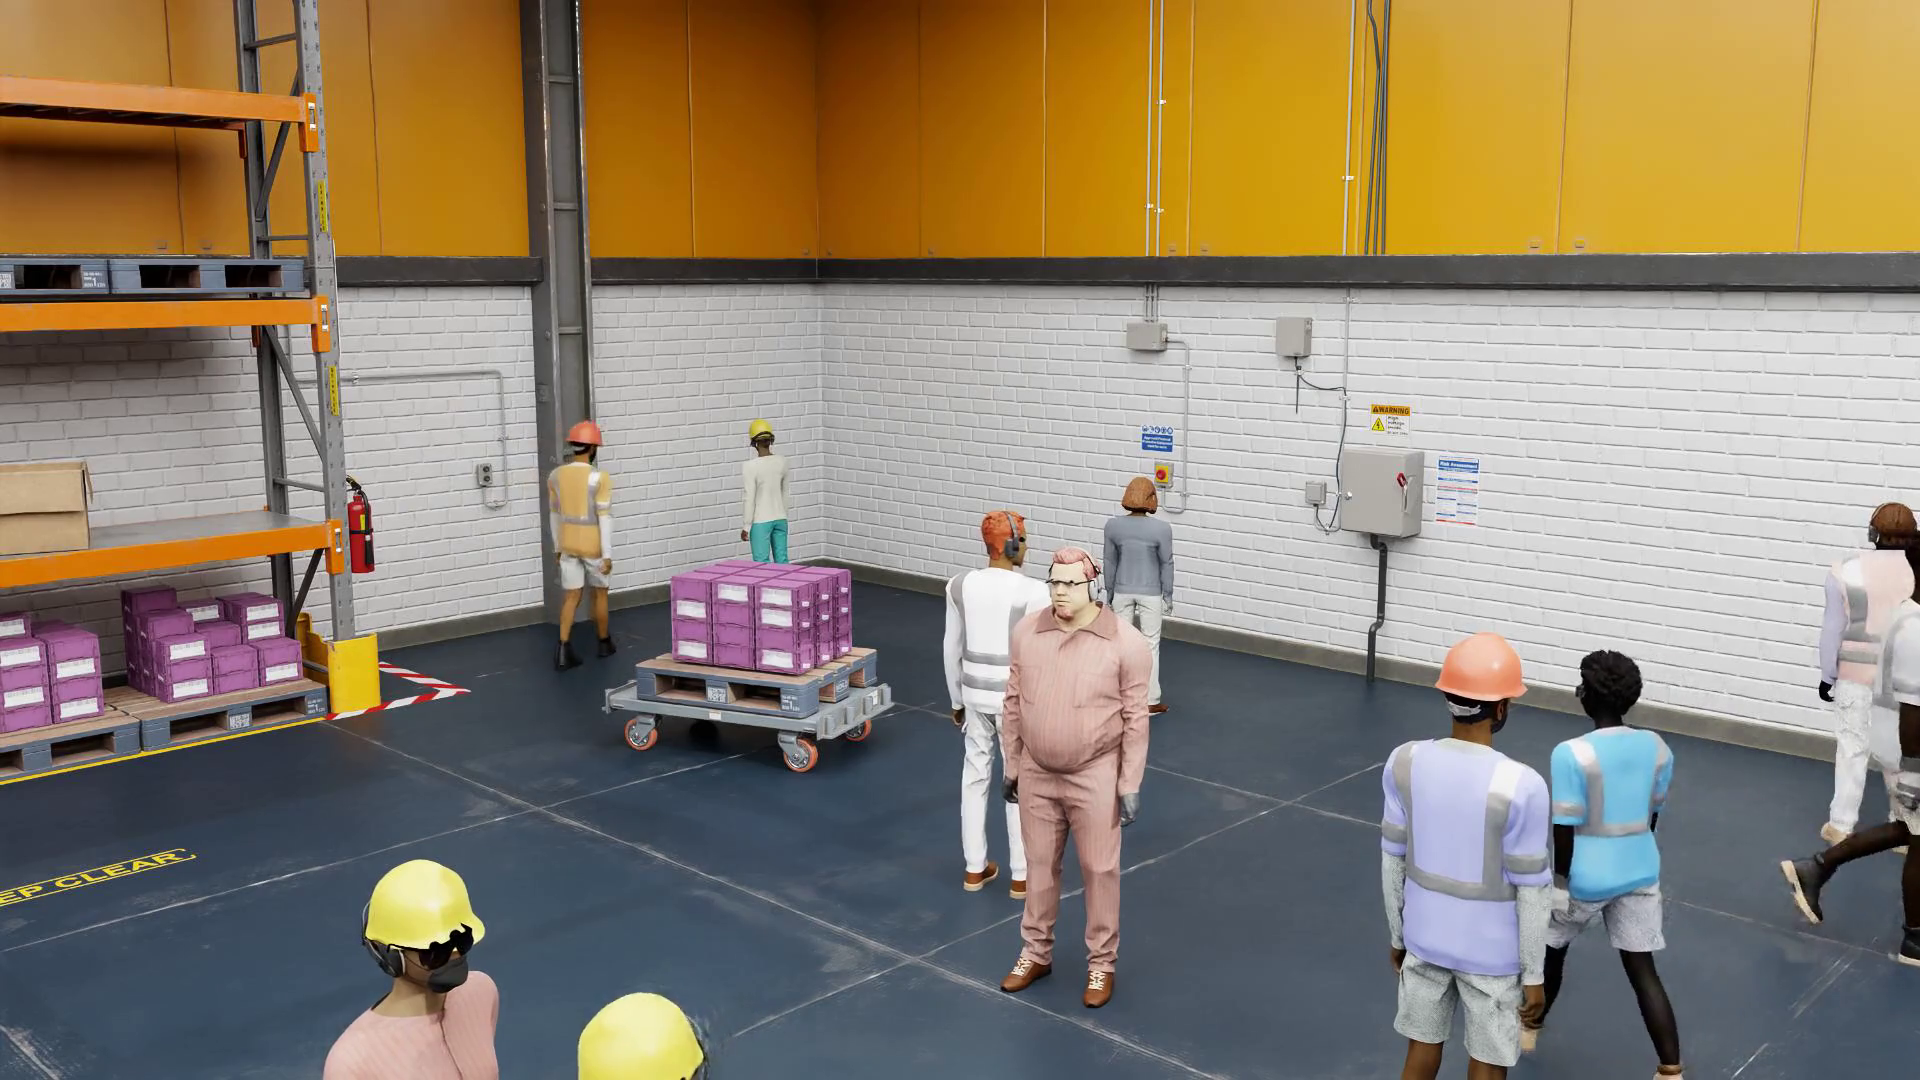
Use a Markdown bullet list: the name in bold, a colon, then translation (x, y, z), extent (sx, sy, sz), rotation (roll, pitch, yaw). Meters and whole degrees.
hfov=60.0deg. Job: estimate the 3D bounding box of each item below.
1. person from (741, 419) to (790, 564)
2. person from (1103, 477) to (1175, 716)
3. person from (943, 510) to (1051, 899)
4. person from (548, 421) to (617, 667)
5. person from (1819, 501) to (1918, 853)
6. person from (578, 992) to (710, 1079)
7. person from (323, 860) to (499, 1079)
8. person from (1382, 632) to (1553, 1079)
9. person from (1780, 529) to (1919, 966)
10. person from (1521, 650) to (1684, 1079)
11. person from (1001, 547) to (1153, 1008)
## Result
- **person**: translation (-1.667, -0.151, 14.203), extent (0.329, 1.764, 0.524), rotation (8, 12, 40)
- **person**: translation (1.218, 0.381, 11.332), extent (0.501, 1.633, 0.279), rotation (4, 10, 24)
- **person**: translation (0.195, 0.792, 8.054), extent (0.574, 1.881, 0.358), rotation (5, 11, 29)
- **person**: translation (-2.870, 0.031, 12.750), extent (0.582, 1.881, 0.800), rotation (2, 10, 15)
- **person**: translation (4.795, 0.714, 8.658), extent (0.627, 1.844, 0.429), rotation (3, 10, 17)
- **person**: translation (-0.552, 1.669, 3.107), extent (0.520, 1.742, 0.552), rotation (1, 9, 8)
- **person**: translation (-1.166, 1.559, 3.708), extent (0.312, 1.768, 0.529), rotation (3, 10, 20)
- **person**: translation (1.564, 1.240, 5.138), extent (0.542, 1.938, 0.357), rotation (9, 13, 43)
- **person**: translation (4.078, 0.891, 7.260), extent (0.725, 1.945, 0.611), rotation (5, 11, 29)
- **person**: translation (2.384, 1.224, 6.115), extent (0.546, 1.651, 0.883), rotation (-3, 10, -19)
- **person**: translation (0.454, 0.970, 6.884), extent (0.639, 1.910, 0.407), rotation (4, 10, 26)
